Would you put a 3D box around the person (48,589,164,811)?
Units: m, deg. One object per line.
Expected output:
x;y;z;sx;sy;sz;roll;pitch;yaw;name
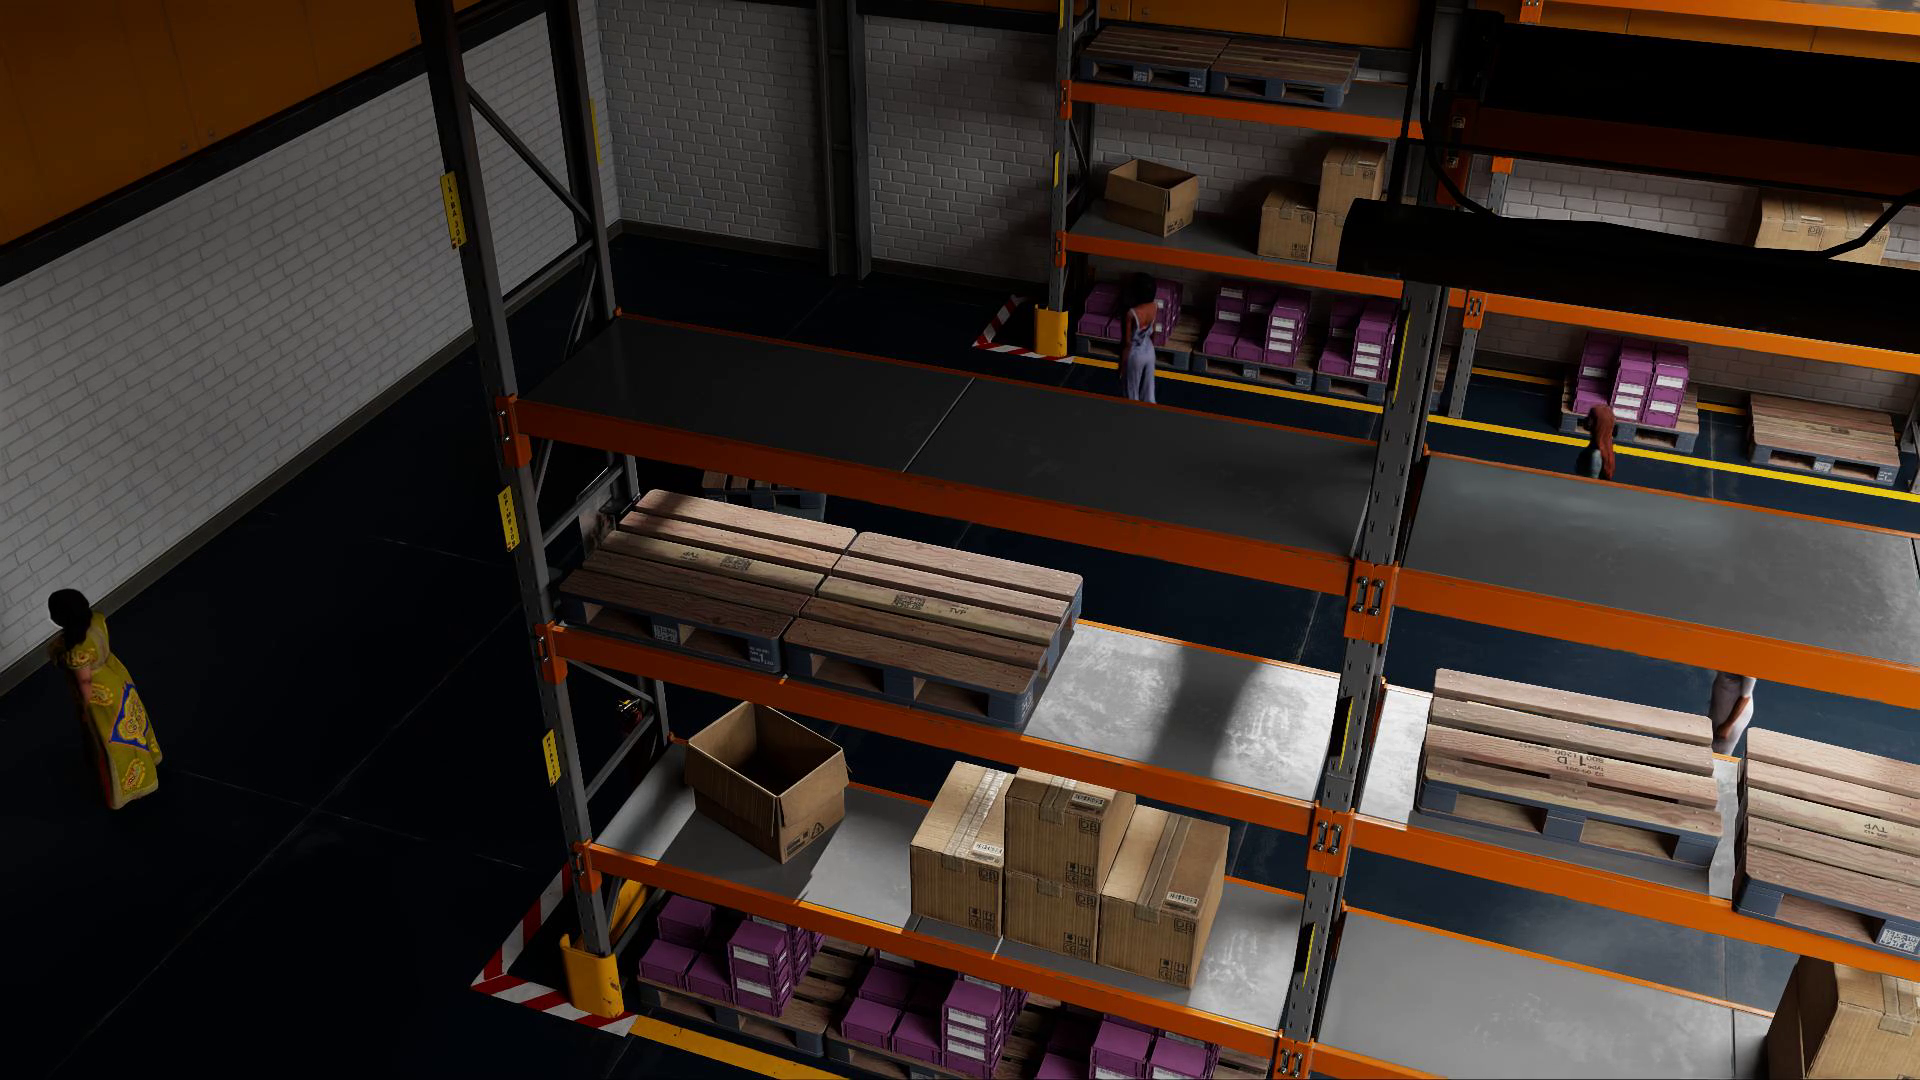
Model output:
-5.718;1.007;11.062;0.993;1.661;0.992;-5;34;-8;person

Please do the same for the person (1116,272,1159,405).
1.603;-1.619;14.981;0.660;1.695;0.671;-24;40;-31;person
